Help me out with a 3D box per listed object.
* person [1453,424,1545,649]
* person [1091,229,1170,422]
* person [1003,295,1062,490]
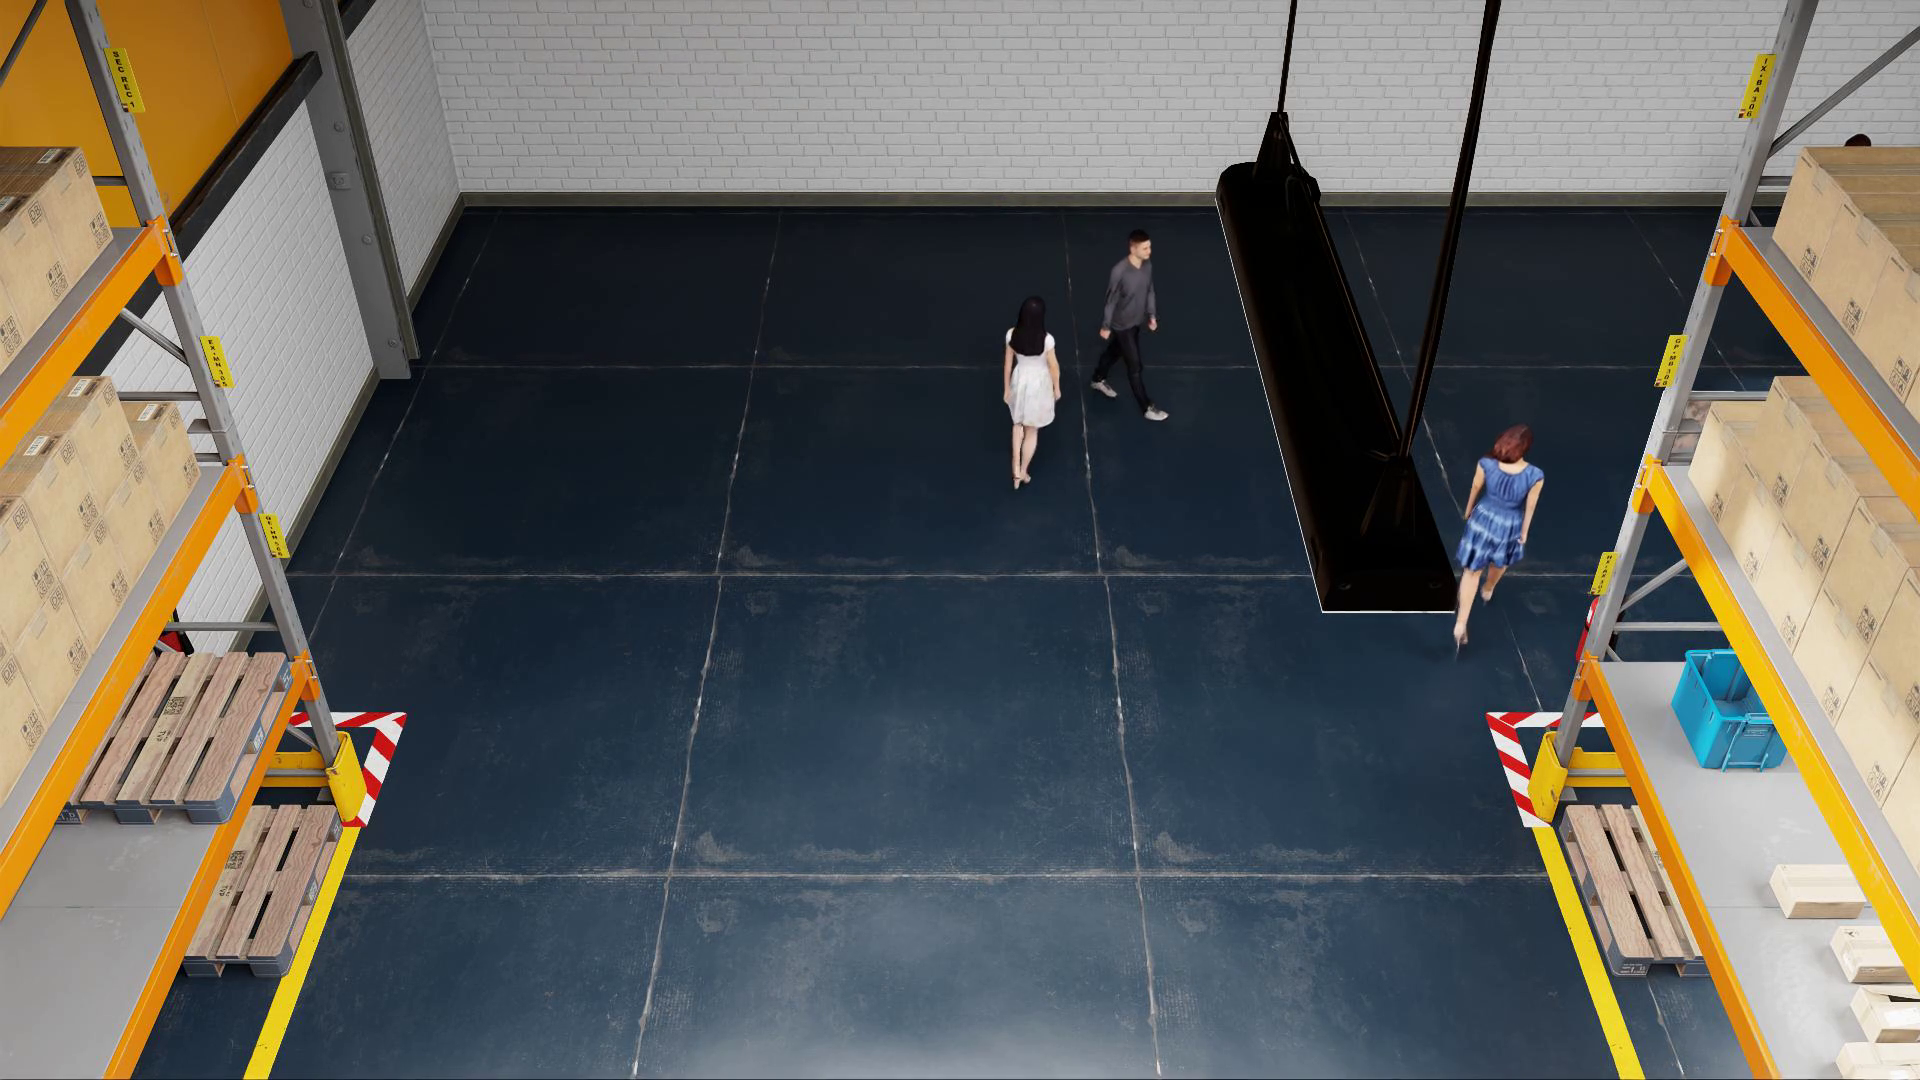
[{"bbox_3d":[3.812,-0.007,11.919,0.919,1.766,1.209,15,41,18],"label":"person"},{"bbox_3d":[1.385,-1.899,14.334,1.161,1.708,1.136,30,47,32],"label":"person"},{"bbox_3d":[0.533,-1.119,13.314,0.741,1.762,0.786,16,41,19],"label":"person"}]
